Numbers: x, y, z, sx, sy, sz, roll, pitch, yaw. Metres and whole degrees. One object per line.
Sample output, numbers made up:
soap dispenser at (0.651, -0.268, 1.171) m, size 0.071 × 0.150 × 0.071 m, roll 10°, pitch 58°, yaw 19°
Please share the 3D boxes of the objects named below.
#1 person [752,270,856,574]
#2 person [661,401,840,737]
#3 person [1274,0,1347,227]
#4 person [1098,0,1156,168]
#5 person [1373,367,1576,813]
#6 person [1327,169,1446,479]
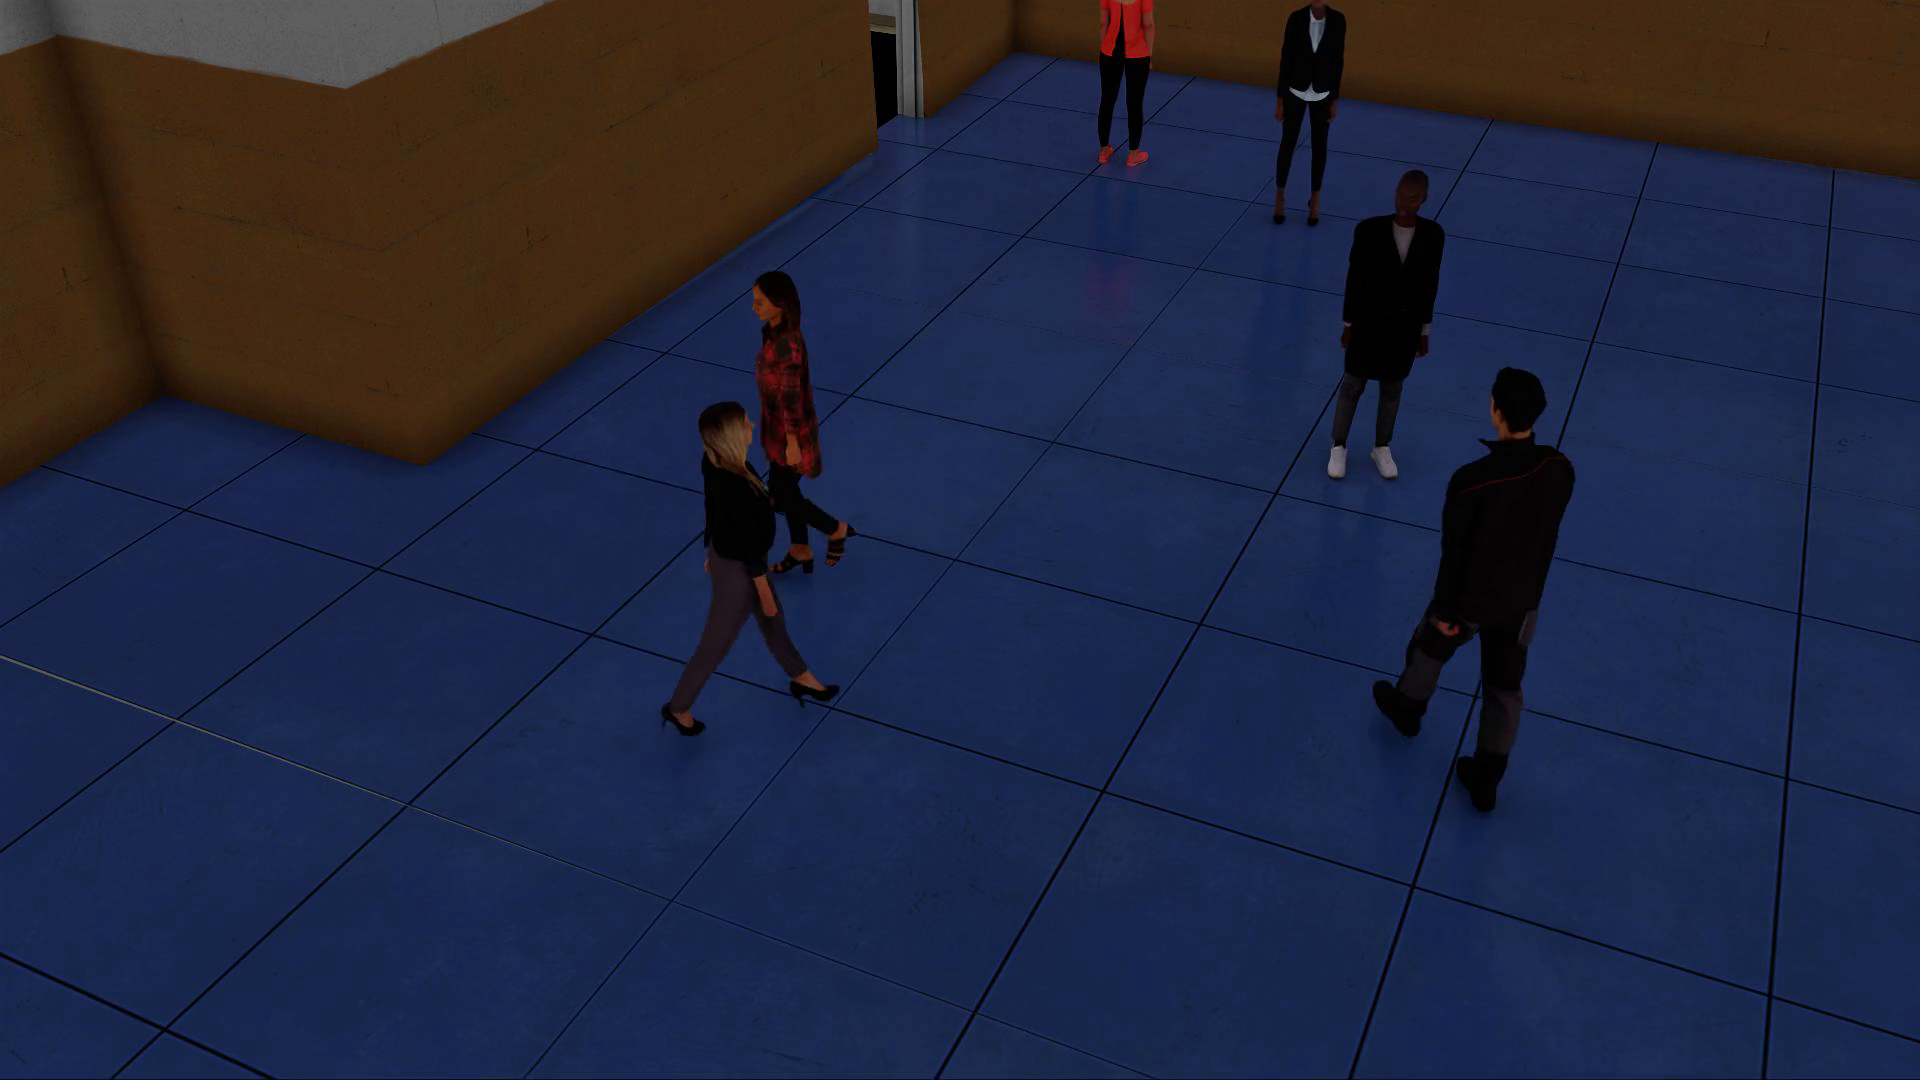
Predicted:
person at (-0.744, -0.528, 8.065) m, size 0.859 × 1.687 × 0.801 m, roll -8°, pitch 34°, yaw -12°
person at (-1.028, 0.198, 7.033) m, size 1.098 × 1.621 × 1.031 m, roll -11°, pitch 35°, yaw -16°
person at (2.476, -3.121, 11.834) m, size 0.567 × 1.830 × 0.709 m, roll 5°, pitch 34°, yaw 7°
person at (1.275, -3.753, 12.906) m, size 0.448 × 1.694 × 0.639 m, roll 14°, pitch 36°, yaw 21°
person at (2.176, 0.265, 6.669) m, size 1.116 × 1.913 × 1.119 m, roll -6°, pitch 34°, yaw -9°
person at (2.288, -1.162, 8.950) m, size 0.636 × 1.762 × 0.780 m, roll 1°, pitch 34°, yaw 2°
